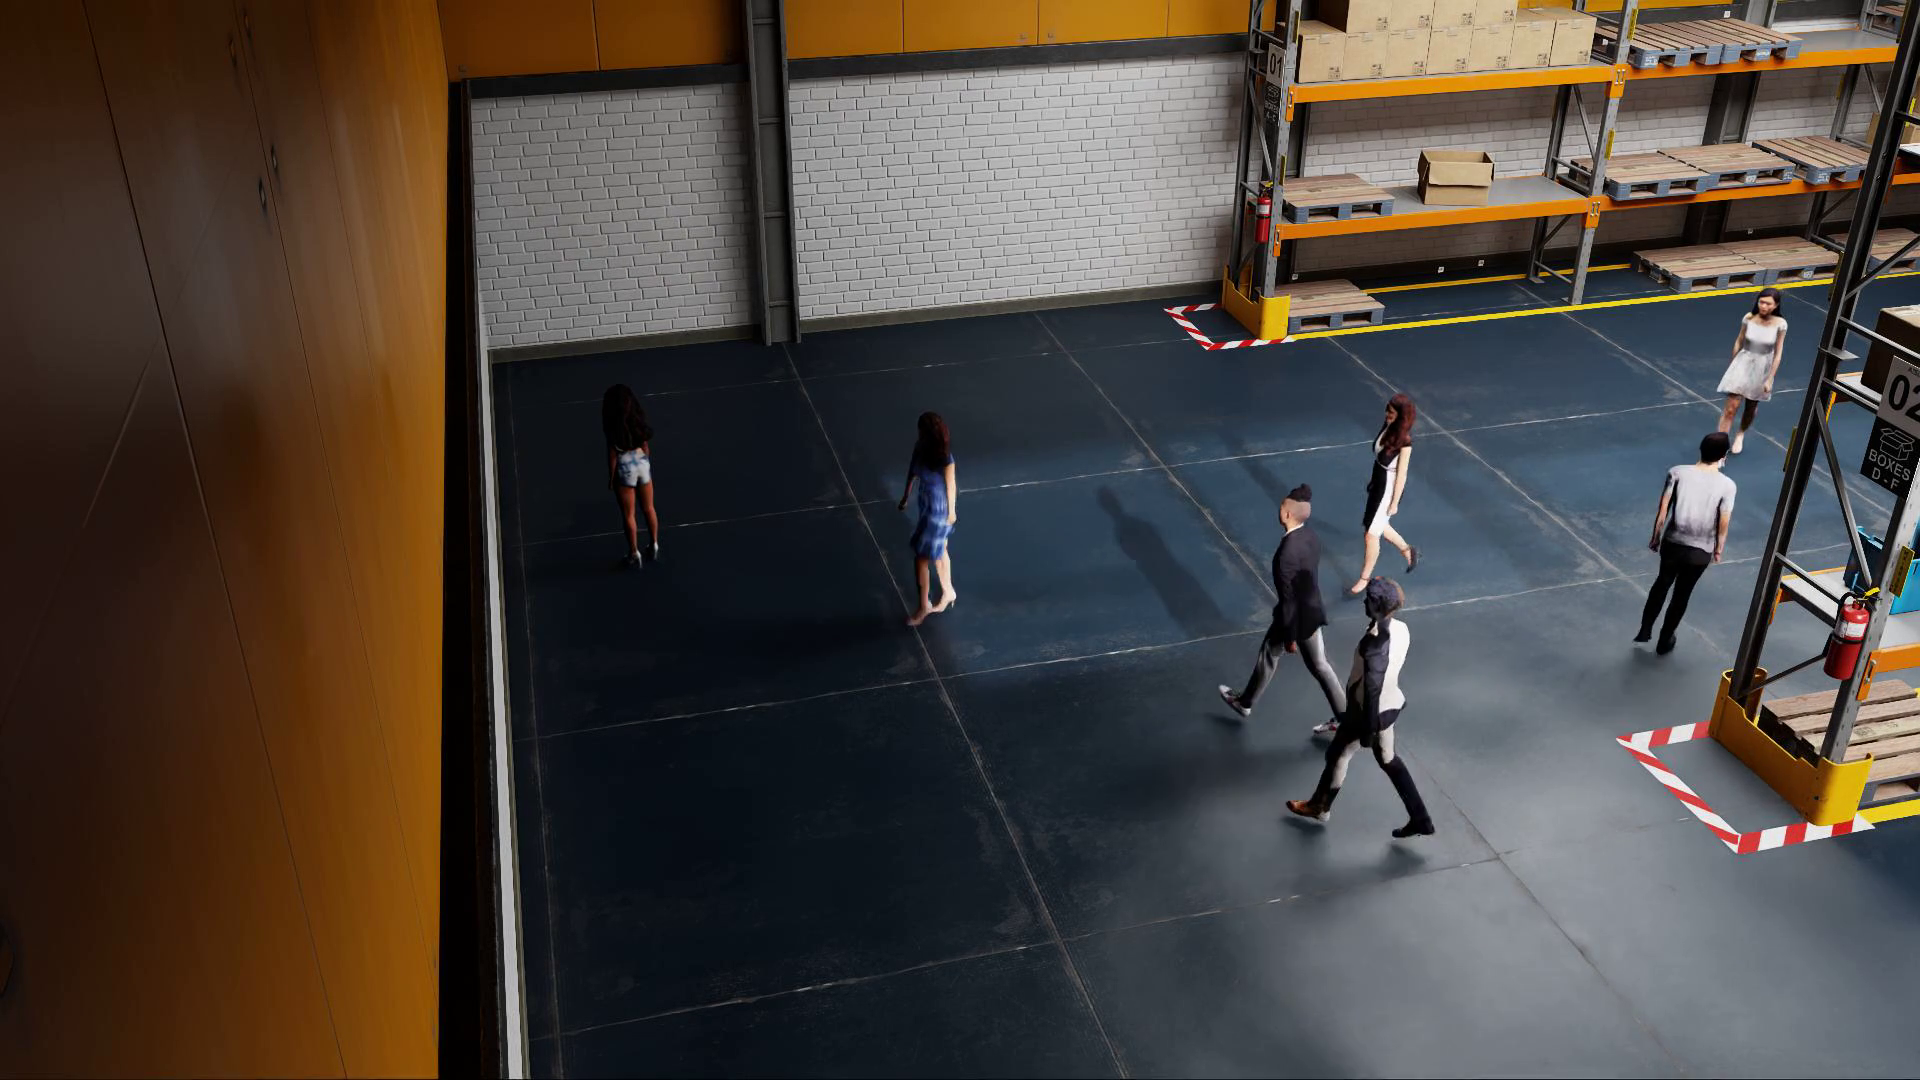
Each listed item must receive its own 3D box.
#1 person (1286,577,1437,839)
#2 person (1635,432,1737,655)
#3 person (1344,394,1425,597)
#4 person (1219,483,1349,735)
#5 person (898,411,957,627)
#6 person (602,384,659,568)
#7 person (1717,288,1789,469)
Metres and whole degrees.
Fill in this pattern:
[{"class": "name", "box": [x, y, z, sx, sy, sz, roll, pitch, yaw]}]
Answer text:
[{"class": "person", "box": [2.722, 1.137, 10.599, 1.261, 1.847, 1.233, 16, 33, 27]}, {"class": "person", "box": [5.454, 0.077, 12.542, 0.833, 1.848, 0.890, 21, 35, 34]}, {"class": "person", "box": [3.483, -0.370, 13.428, 0.937, 1.784, 0.701, -4, 29, -6]}, {"class": "person", "box": [2.463, 0.555, 11.613, 1.318, 1.900, 1.282, 14, 31, 24]}, {"class": "person", "box": [-0.144, -0.193, 13.106, 0.831, 1.783, 0.726, -14, 32, -24]}, {"class": "person", "box": [-2.750, -0.539, 13.906, 0.638, 1.623, 0.726, -25, 37, -38]}, {"class": "person", "box": [7.473, -1.553, 15.654, 1.064, 1.731, 1.148, 16, 33, 27]}]
